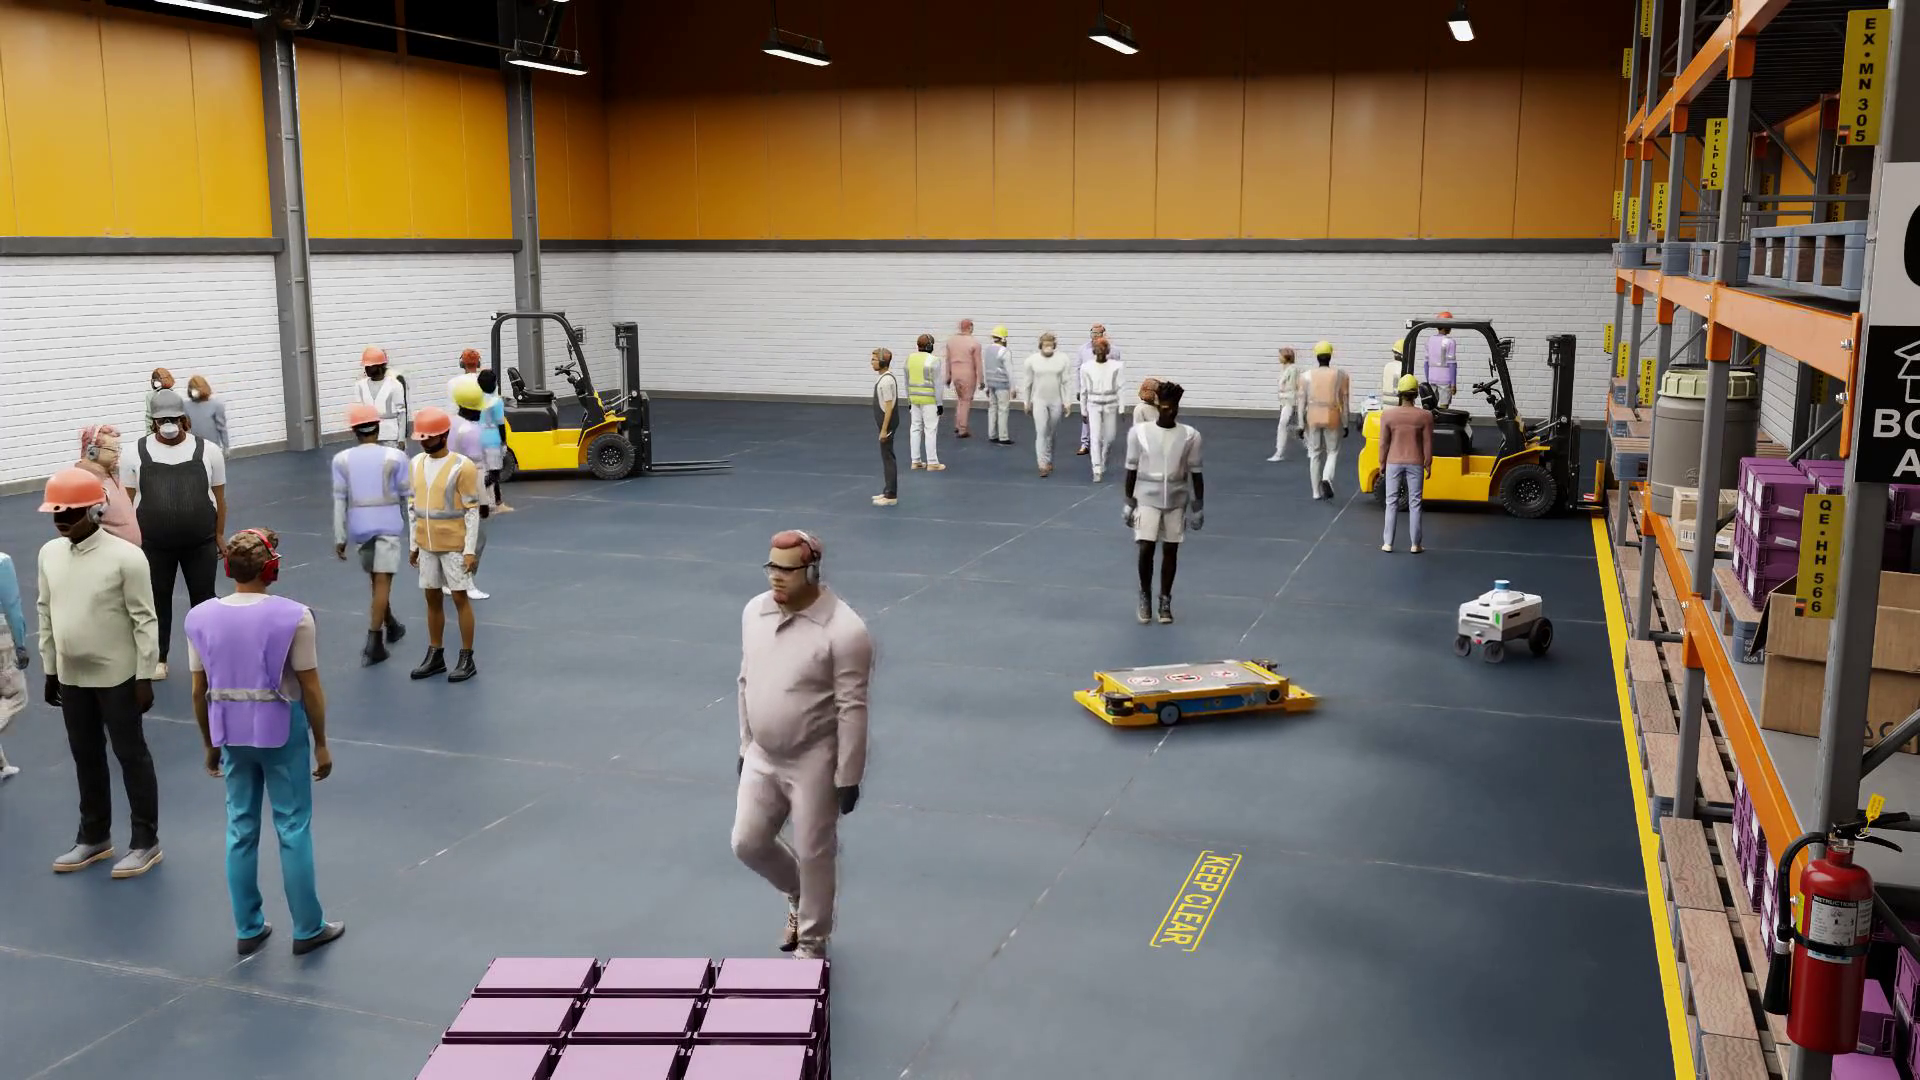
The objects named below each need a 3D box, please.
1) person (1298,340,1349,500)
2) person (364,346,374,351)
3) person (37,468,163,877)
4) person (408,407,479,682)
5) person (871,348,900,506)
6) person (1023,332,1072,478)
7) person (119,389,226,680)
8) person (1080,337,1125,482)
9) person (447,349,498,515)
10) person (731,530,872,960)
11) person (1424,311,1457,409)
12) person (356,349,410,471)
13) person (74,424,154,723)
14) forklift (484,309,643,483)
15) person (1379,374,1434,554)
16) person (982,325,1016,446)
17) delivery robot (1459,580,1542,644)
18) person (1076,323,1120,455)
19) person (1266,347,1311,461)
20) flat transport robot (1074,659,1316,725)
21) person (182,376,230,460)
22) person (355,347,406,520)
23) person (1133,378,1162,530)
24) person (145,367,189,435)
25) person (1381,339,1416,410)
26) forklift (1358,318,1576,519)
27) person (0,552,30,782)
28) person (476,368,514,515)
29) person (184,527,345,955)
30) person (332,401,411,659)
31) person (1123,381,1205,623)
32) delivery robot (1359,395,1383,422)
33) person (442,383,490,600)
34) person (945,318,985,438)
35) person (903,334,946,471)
[{"bbox_3d":[4.300,-1.407,19.714,0.601,1.906,0.546,3,11,17],"label":"person"},{"bbox_3d":[-7.367,-1.563,20.999,0.533,1.768,0.310,2,10,13],"label":"person"},{"bbox_3d":[-4.148,0.636,7.974,0.623,1.989,0.401,3,10,14],"label":"person"},{"bbox_3d":[-3.611,0.030,11.568,0.543,1.928,0.373,3,11,19],"label":"person"},{"bbox_3d":[-0.876,-1.318,19.392,0.348,1.846,0.506,0,10,-2],"label":"person"},{"bbox_3d":[1.151,-1.811,22.059,0.627,1.898,1.002,-1,10,-5],"label":"person"},{"bbox_3d":[-5.479,-0.042,11.656,0.683,2.000,0.538,-5,11,-28],"label":"person"},{"bbox_3d":[1.834,-1.706,21.526,0.577,1.863,0.768,0,10,1],"label":"person"},{"bbox_3d":[-5.423,-1.195,18.588,0.579,1.882,0.342,-7,12,-33],"label":"person"},{"bbox_3d":[-0.671,0.890,6.803,0.667,1.895,0.427,7,12,34],"label":"person"},{"bbox_3d":[7.165,-2.370,24.750,0.365,2.048,0.608,-5,11,-28],"label":"person"},{"bbox_3d":[-6.959,-1.422,20.099,0.627,1.812,0.808,1,10,4],"label":"person"},{"bbox_3d":[-5.434,0.212,10.623,0.406,1.903,0.637,-2,10,-11],"label":"person"},{"bbox_3d":[-5.354,-1.902,21.697,2.313,2.155,1.214,-2,10,-13],"label":"forklift"},{"bbox_3d":[4.383,-0.739,16.368,0.529,1.764,0.299,3,11,17],"label":"person"},{"bbox_3d":[0.606,-2.331,25.137,0.403,1.834,0.592,-8,13,-37],"label":"person"},{"bbox_3d":[3.995,0.542,12.287,0.707,0.478,0.477,-10,14,-44],"label":"delivery robot"},{"bbox_3d":[1.974,-2.167,23.999,0.638,1.909,0.408,3,11,18],"label":"person"},{"bbox_3d":[4.684,-1.903,23.352,0.707,1.616,0.526,-1,10,-5],"label":"person"},{"bbox_3d":[1.530,0.983,10.867,1.431,0.197,0.652,-3,11,-17],"label":"flat transport robot"},{"bbox_3d":[-8.366,-0.998,18.314,0.514,1.590,0.820,1,10,5],"label":"person"},{"bbox_3d":[-6.299,-1.127,18.066,0.549,1.932,0.373,1,10,5],"label":"person"},{"bbox_3d":[2.012,-0.902,17.647,0.286,1.633,0.500,8,13,37],"label":"person"},{"bbox_3d":[-9.130,-1.173,19.169,0.506,1.632,0.268,1,10,5],"label":"person"},{"bbox_3d":[5.671,-1.681,21.481,0.404,1.827,0.600,-3,10,-16],"label":"person"},{"bbox_3d":[5.787,-1.437,19.079,2.313,2.155,1.214,3,11,19],"label":"forklift"},{"bbox_3d":[-5.443,0.600,9.204,0.537,1.623,0.523,2,10,10],"label":"person"},{"bbox_3d":[-5.292,-1.066,18.481,0.539,1.673,0.708,8,13,38],"label":"person"},{"bbox_3d":[-2.972,0.868,7.078,0.563,1.848,0.390,1,10,5],"label":"person"},{"bbox_3d":[-4.348,-0.081,12.352,0.558,1.891,1.013,0,10,1],"label":"person"},{"bbox_3d":[1.637,-0.289,13.272,0.645,1.952,0.510,0,10,-2],"label":"person"},{"bbox_3d":[6.793,-2.153,27.465,0.477,0.478,0.707,2,10,9],"label":"delivery robot"},{"bbox_3d":[-4.292,-0.418,14.274,0.320,1.873,0.750,-10,14,-44],"label":"person"},{"bbox_3d":[0.119,-2.559,26.252,0.667,1.883,0.588,7,12,36],"label":"person"},{"bbox_3d":[-0.458,-1.855,22.428,0.632,1.843,0.429,8,13,39],"label":"person"}]
